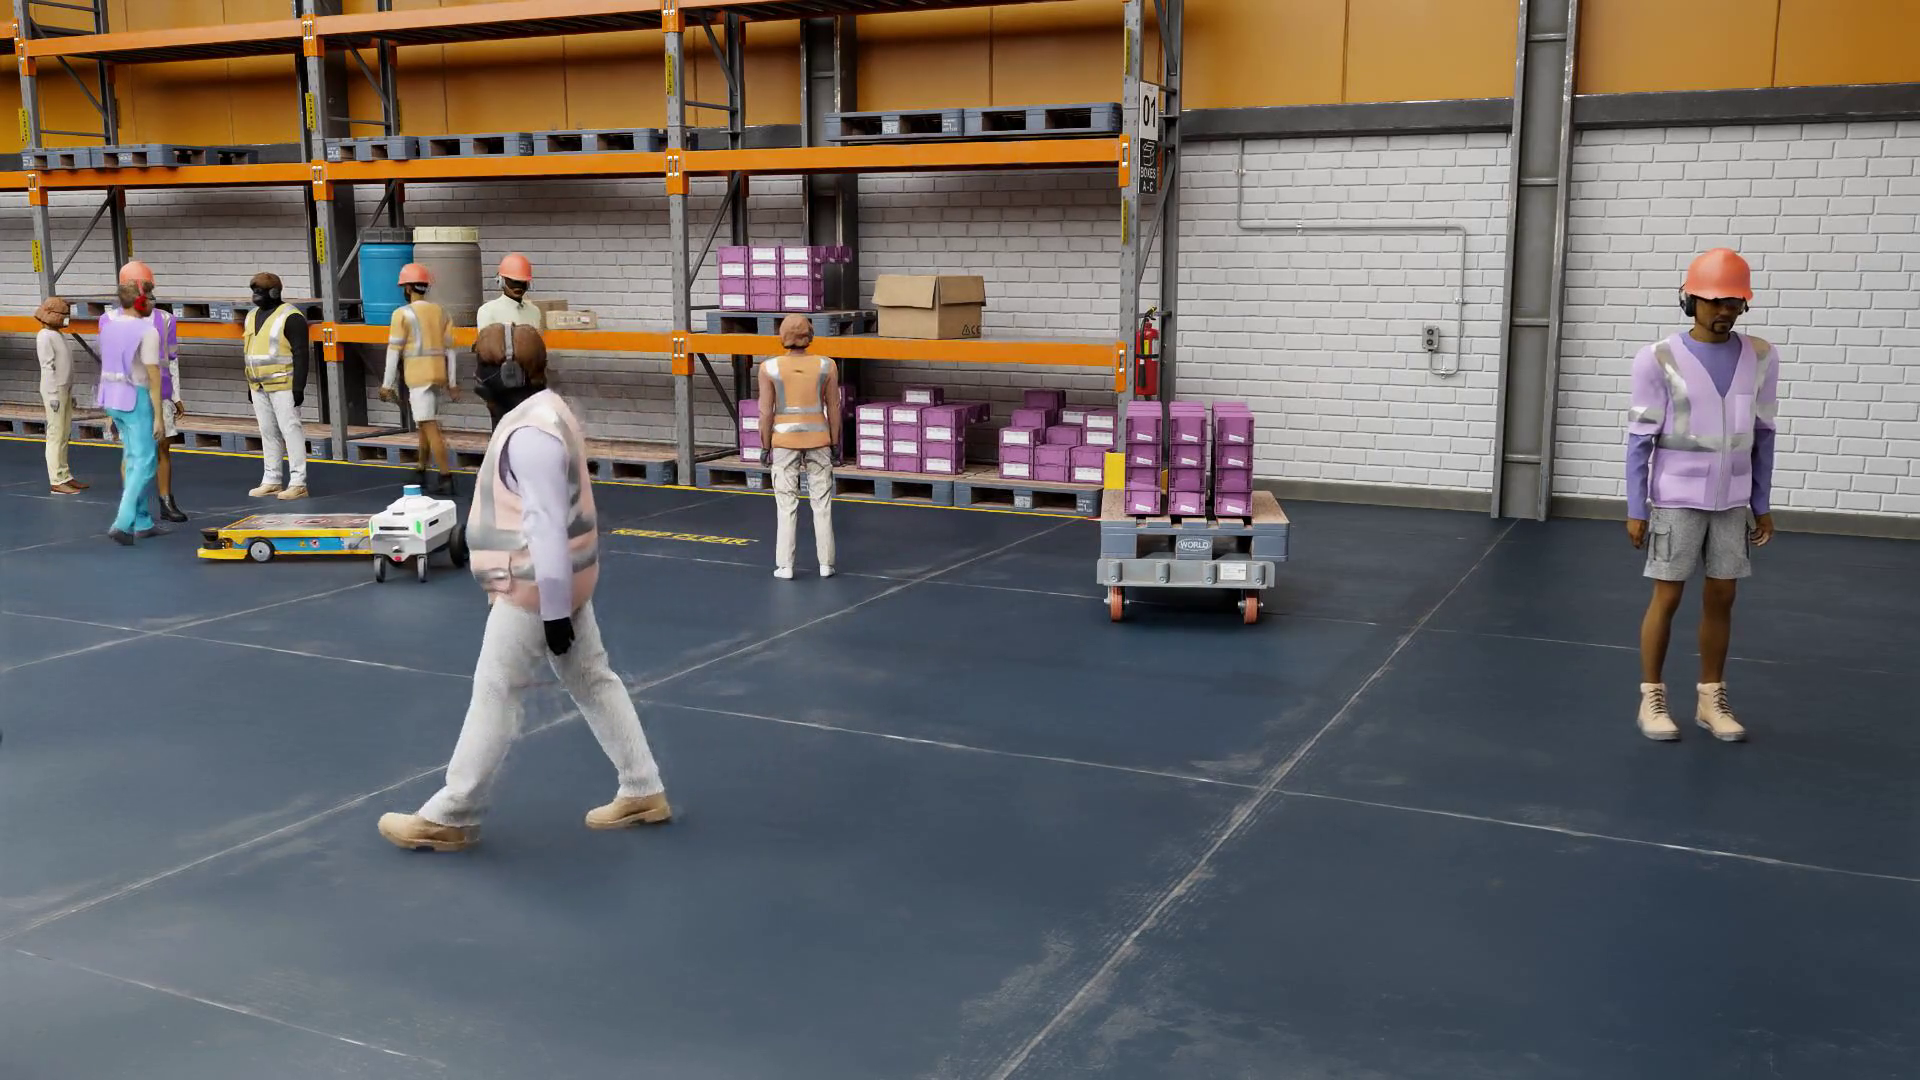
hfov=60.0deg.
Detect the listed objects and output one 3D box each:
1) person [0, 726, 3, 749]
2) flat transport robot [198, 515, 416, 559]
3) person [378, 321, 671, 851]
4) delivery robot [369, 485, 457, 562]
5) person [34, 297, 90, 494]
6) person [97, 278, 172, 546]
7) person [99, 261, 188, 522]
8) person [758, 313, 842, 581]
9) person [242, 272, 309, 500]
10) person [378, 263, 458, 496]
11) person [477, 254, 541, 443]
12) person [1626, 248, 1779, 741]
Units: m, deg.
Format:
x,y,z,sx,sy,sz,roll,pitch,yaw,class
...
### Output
x,y,z,sx,sy,sz,roll,pitch,yaw,class
-2.597,0.405,3.867,0.651,1.910,0.409,-6,12,-31,person
-4.217,-0.032,11.061,1.431,0.197,0.652,-1,10,-3,flat transport robot
-1.467,0.155,5.652,0.981,1.788,0.647,-1,10,-8,person
-3.403,-0.100,10.367,0.477,0.478,0.707,0,10,1,delivery robot
-7.506,-1.204,13.872,0.289,1.633,0.497,-2,10,-13,person
-5.730,-0.878,11.507,0.585,1.862,0.463,6,12,32,person
-5.990,-1.070,12.236,0.360,1.938,0.545,9,13,41,person
-0.977,-0.563,10.184,0.514,1.639,0.311,-2,10,-13,person
-5.579,-1.248,13.529,0.637,1.840,0.429,5,11,27,person
-4.519,-1.325,13.779,0.880,1.896,0.565,5,11,28,person
-3.291,-1.114,12.339,0.392,1.988,0.609,6,11,29,person
3.045,-0.169,6.825,0.611,2.030,0.405,-1,10,-4,person
